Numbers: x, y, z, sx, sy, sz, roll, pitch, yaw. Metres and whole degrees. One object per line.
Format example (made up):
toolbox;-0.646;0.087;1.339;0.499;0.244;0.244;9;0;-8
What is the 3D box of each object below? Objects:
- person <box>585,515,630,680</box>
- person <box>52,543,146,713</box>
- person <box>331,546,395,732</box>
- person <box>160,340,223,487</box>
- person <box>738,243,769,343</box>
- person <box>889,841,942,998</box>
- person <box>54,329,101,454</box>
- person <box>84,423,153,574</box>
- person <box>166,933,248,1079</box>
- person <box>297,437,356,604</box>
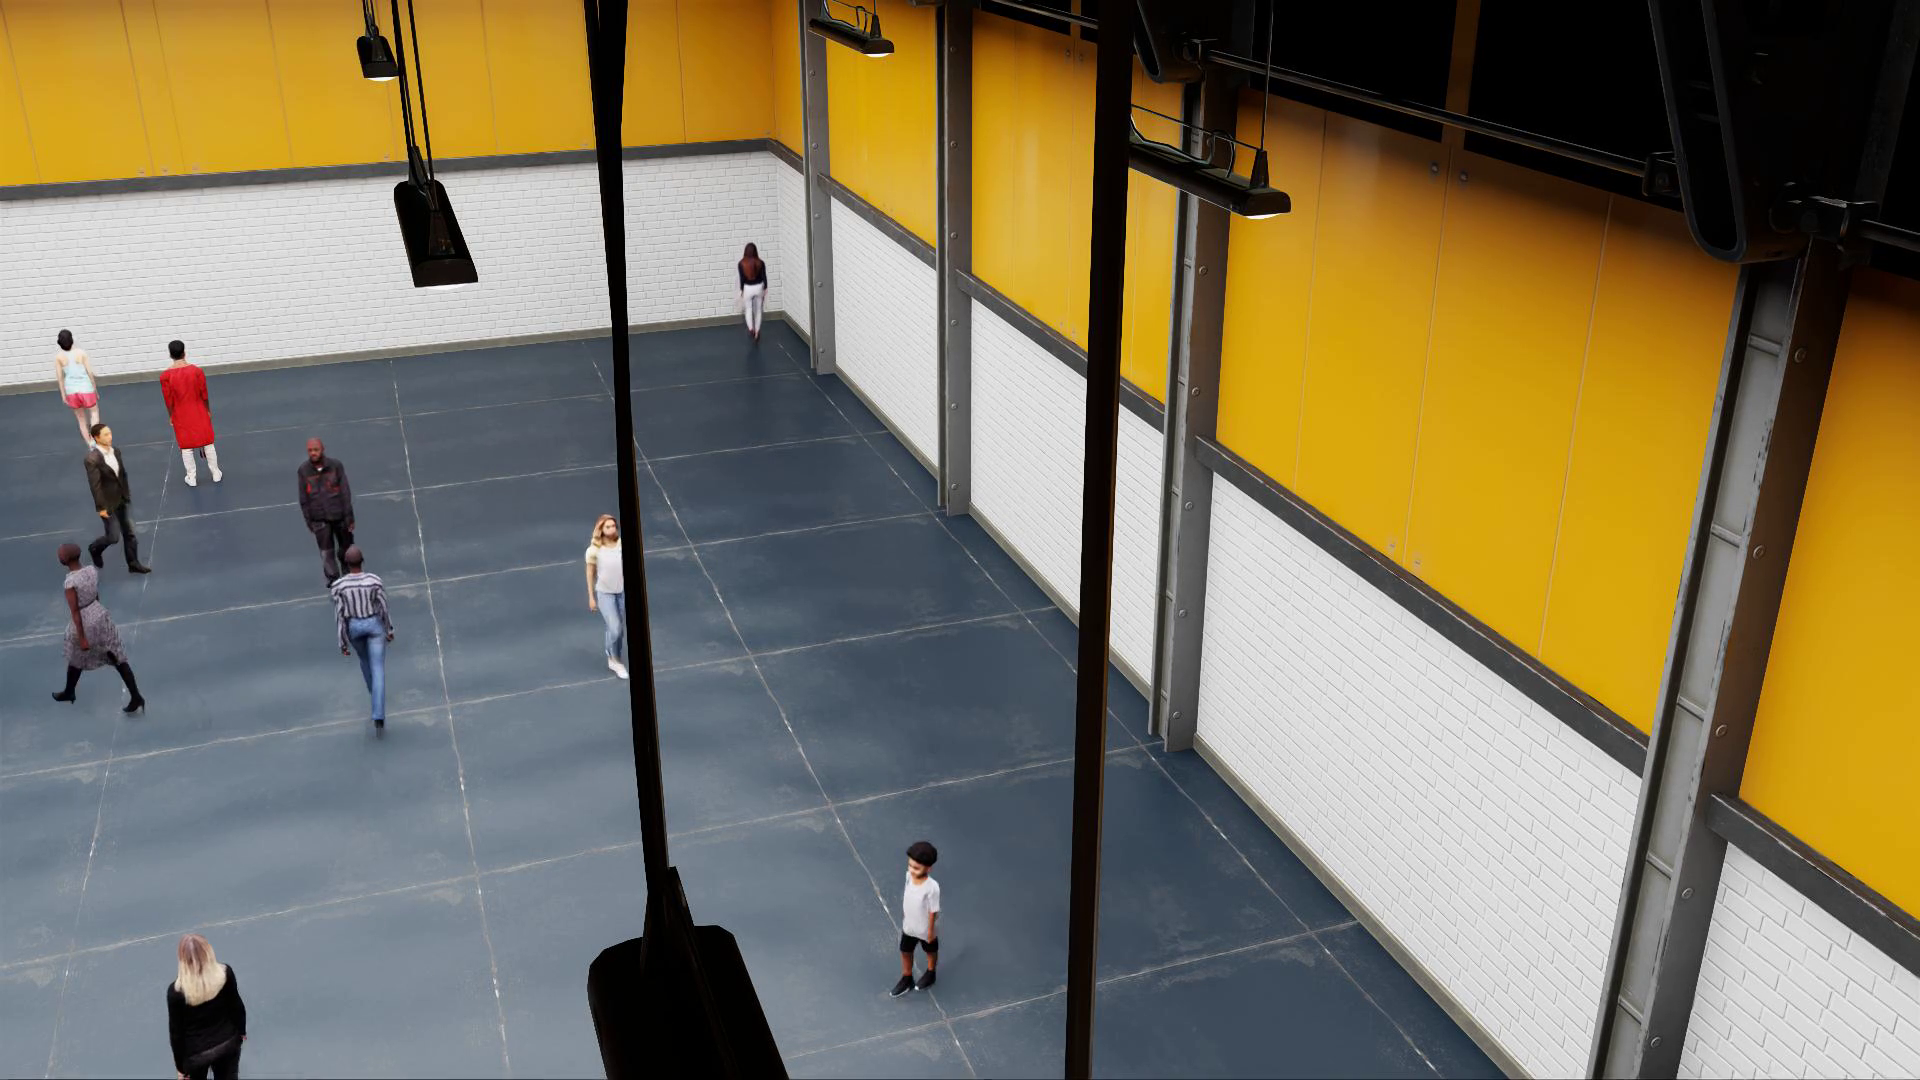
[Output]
person;-3.495;0.520;16.504;0.762;1.713;0.817;-20;30;-38
person;-8.089;0.877;15.661;1.109;1.734;1.221;4;24;10
person;-5.514;0.946;15.488;0.706;1.745;1.186;-7;25;-15
person;-9.811;-1.626;21.203;0.711;1.880;0.640;-12;26;-26
person;-3.358;-4.008;27.024;0.775;1.582;1.006;-2;24;-5
person;-0.236;2.710;12.074;0.684;1.248;0.722;18;29;35
person;-11.645;-1.915;22.014;0.609;1.760;0.721;-9;25;-21
person;-9.551;-0.438;18.606;1.051;1.785;1.023;7;25;16
person;-4.636;3.223;10.369;0.724;1.674;0.726;-21;31;-40
person;-6.908;-0.293;18.245;0.718;1.808;1.109;-9;25;-20
